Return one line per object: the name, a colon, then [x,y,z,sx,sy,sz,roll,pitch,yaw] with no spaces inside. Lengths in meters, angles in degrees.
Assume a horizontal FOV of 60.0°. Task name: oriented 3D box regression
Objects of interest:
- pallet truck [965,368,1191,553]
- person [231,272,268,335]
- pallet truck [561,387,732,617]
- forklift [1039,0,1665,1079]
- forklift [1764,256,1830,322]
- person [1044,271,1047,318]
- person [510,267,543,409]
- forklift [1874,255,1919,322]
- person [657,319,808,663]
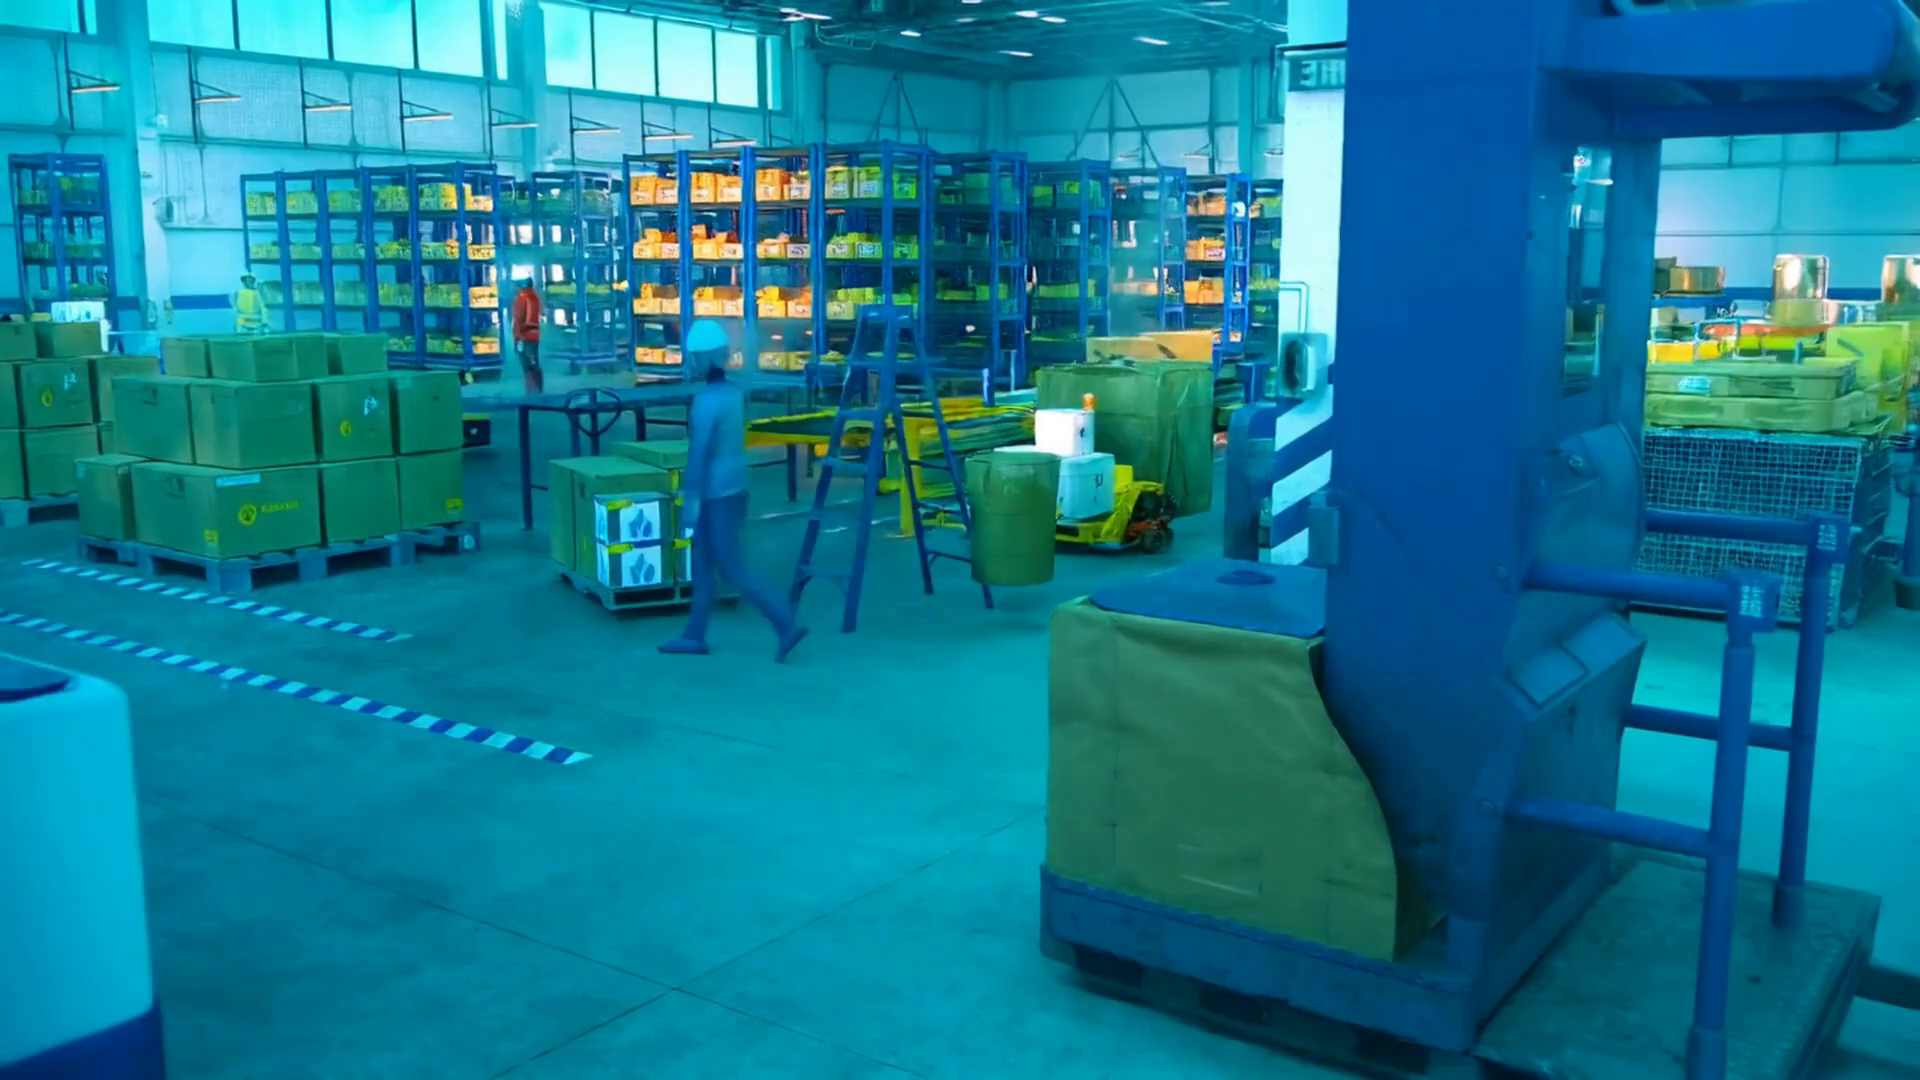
pallet truck: [0.845,-0.609,11.869,1.630,1.274,0.653,7,12,35]
person: [-12.120,-3.660,28.442,0.592,1.837,0.404,0,10,2]
pallet truck: [-1.981,-0.274,10.088,0.680,1.201,1.601,-5,11,-28]
forklift: [1.249,-0.137,4.360,1.873,2.768,1.129,7,12,35]
forklift: [20.253,-5.854,40.139,1.157,1.987,2.680,7,12,35]
person: [1.969,-5.605,39.992,0.564,1.847,0.395,8,12,39]
person: [-5.931,-2.755,22.747,0.402,1.940,0.602,1,10,7]
forklift: [22.089,-5.634,38.796,1.157,1.987,2.680,6,11,33]
person: [-1.162,-0.236,8.349,0.804,1.737,0.531,2,10,12]
